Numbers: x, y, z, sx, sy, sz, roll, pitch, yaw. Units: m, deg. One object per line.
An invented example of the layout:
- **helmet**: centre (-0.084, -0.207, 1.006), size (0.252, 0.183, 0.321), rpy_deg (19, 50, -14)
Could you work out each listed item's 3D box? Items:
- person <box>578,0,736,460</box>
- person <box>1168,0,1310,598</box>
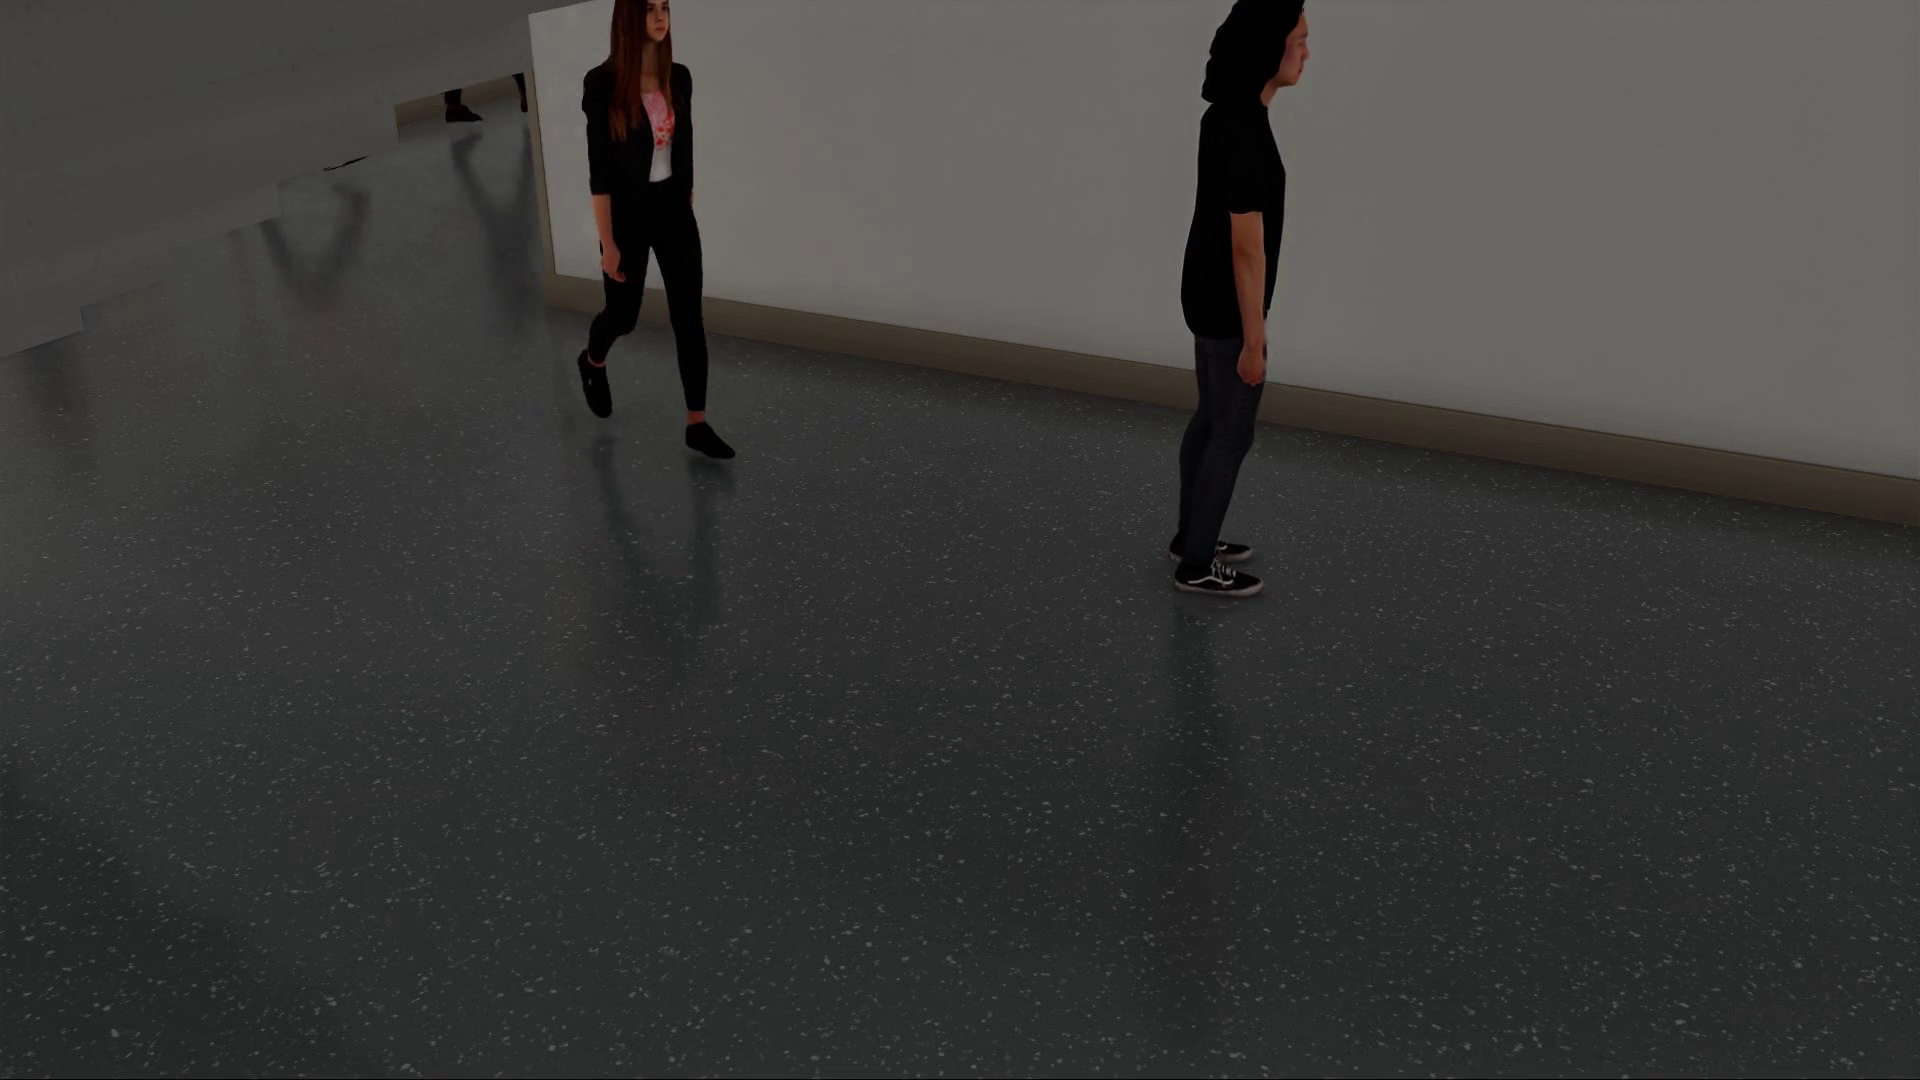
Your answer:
- **person**: centre (-1.187, -1.145, 6.020), size (0.948, 1.684, 1.186), rpy_deg (-19, 31, -33)
- **person**: centre (0.784, -0.707, 4.933), size (0.695, 1.826, 0.710), rpy_deg (-1, 26, -3)
